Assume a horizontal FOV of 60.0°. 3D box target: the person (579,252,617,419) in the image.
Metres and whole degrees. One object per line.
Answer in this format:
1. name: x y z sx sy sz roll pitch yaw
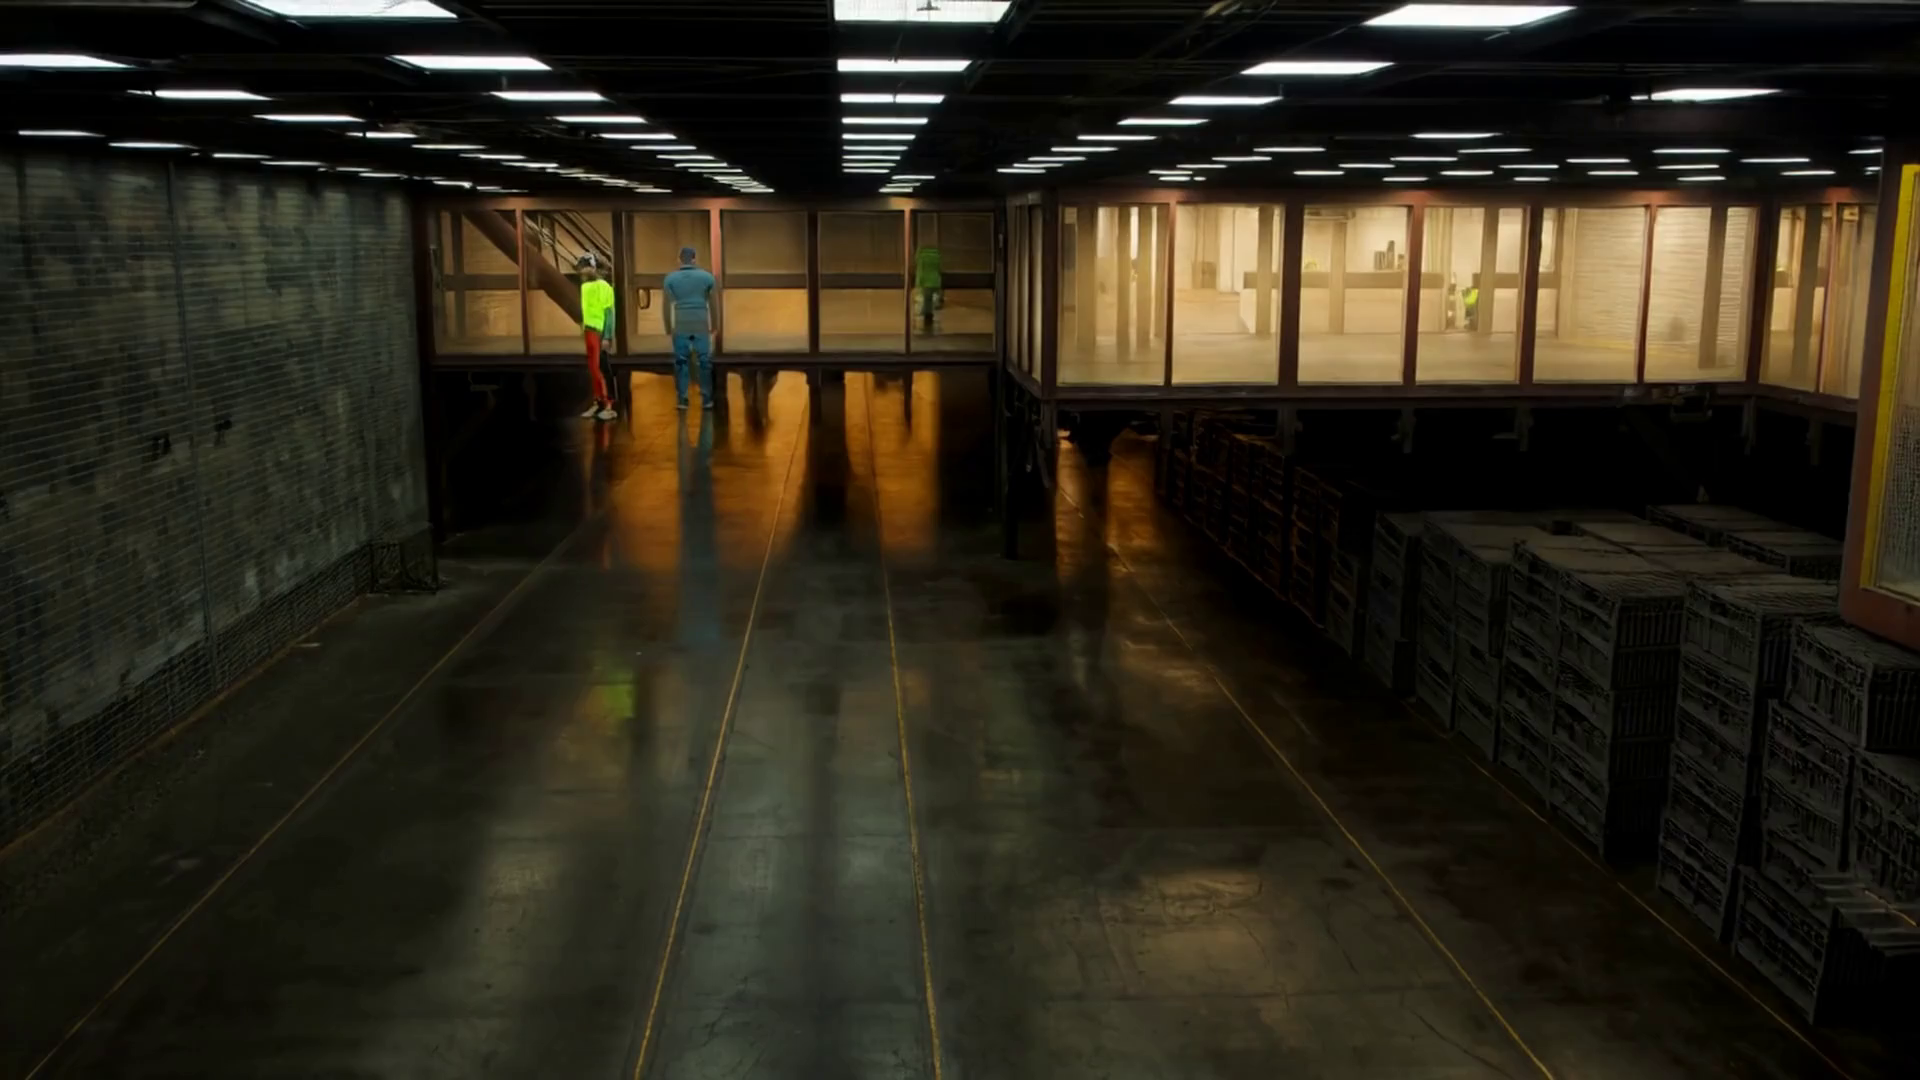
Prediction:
1. person: -4.081 -2.279 18.624 0.503 1.861 0.323 8 13 38

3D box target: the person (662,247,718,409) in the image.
1. person: -3.172 -2.488 19.604 0.643 1.908 0.411 -2 11 -12
